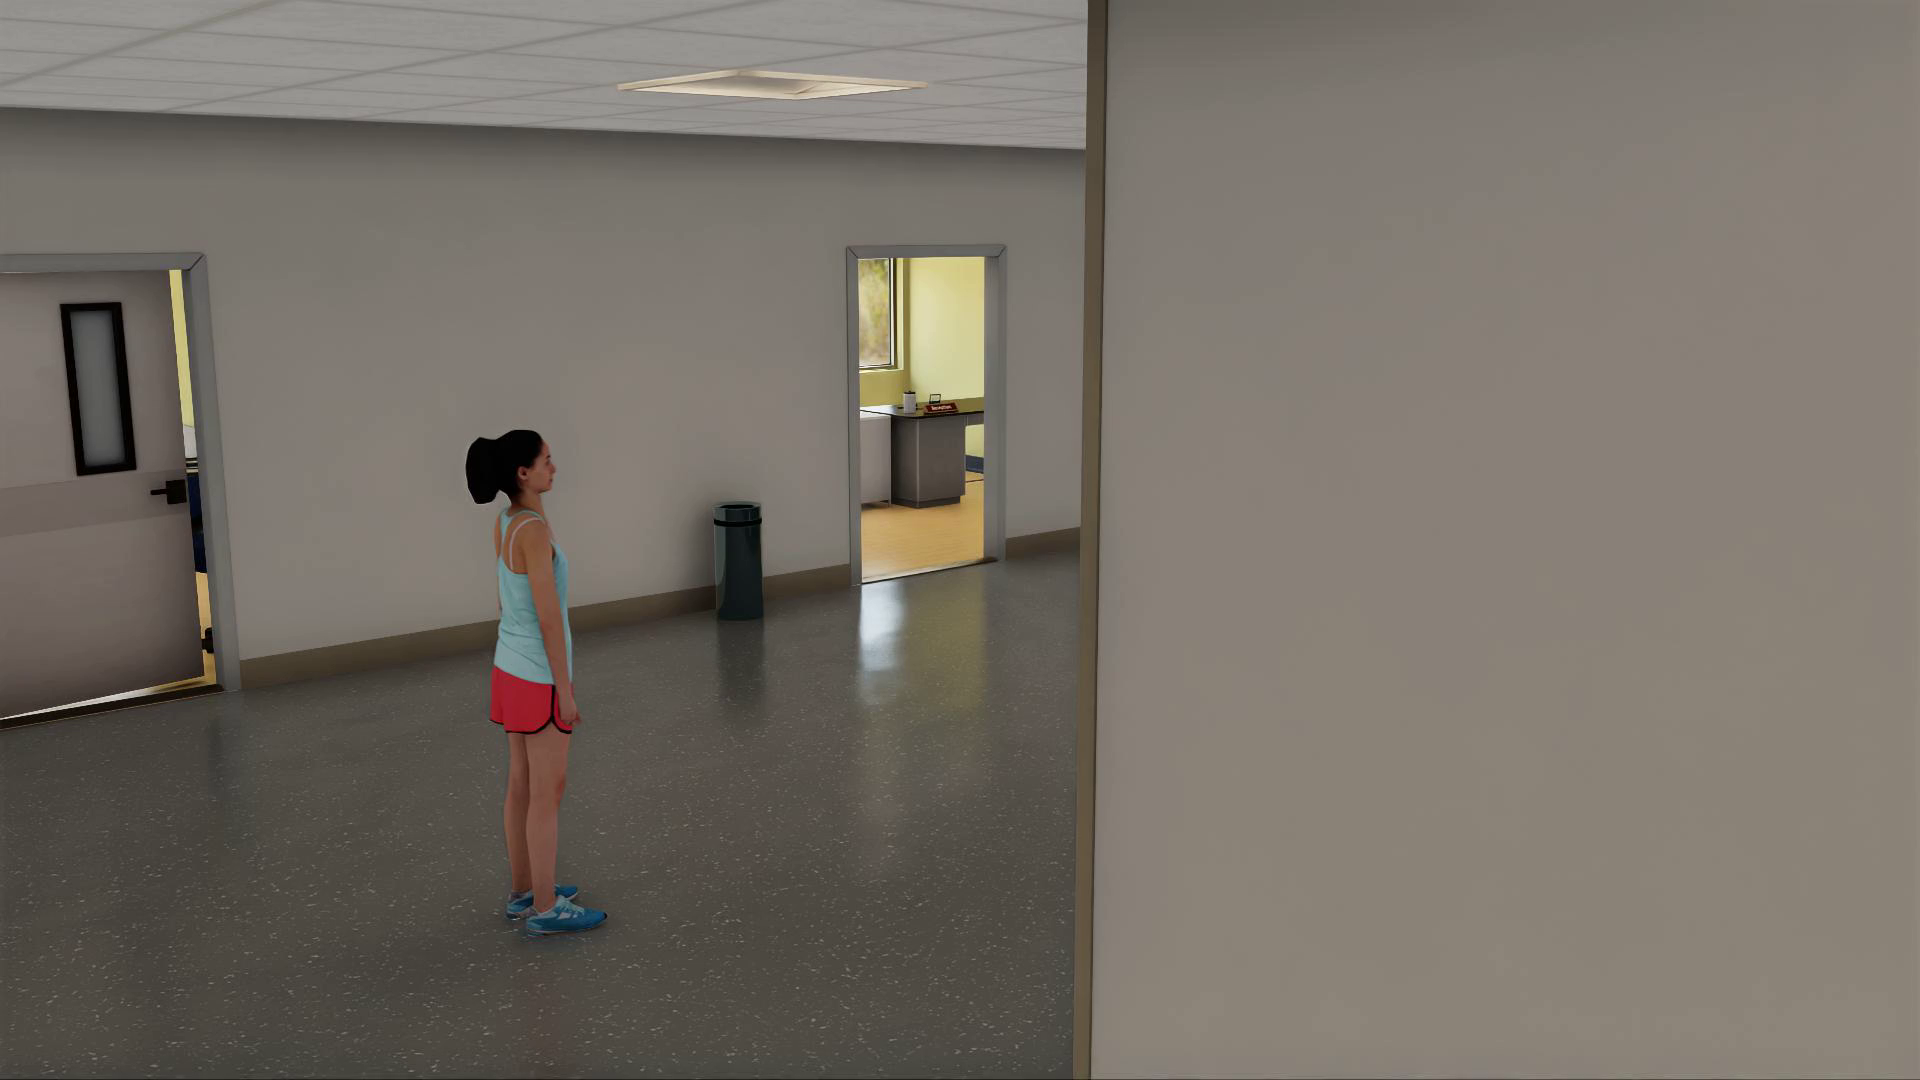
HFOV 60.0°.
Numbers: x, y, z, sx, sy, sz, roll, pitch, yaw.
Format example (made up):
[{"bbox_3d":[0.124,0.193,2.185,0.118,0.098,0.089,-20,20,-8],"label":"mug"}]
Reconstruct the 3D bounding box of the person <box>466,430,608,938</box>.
[{"bbox_3d":[-1.479,0.489,5.801,0.608,1.765,0.621,-7,13,-32],"label":"person"}]
